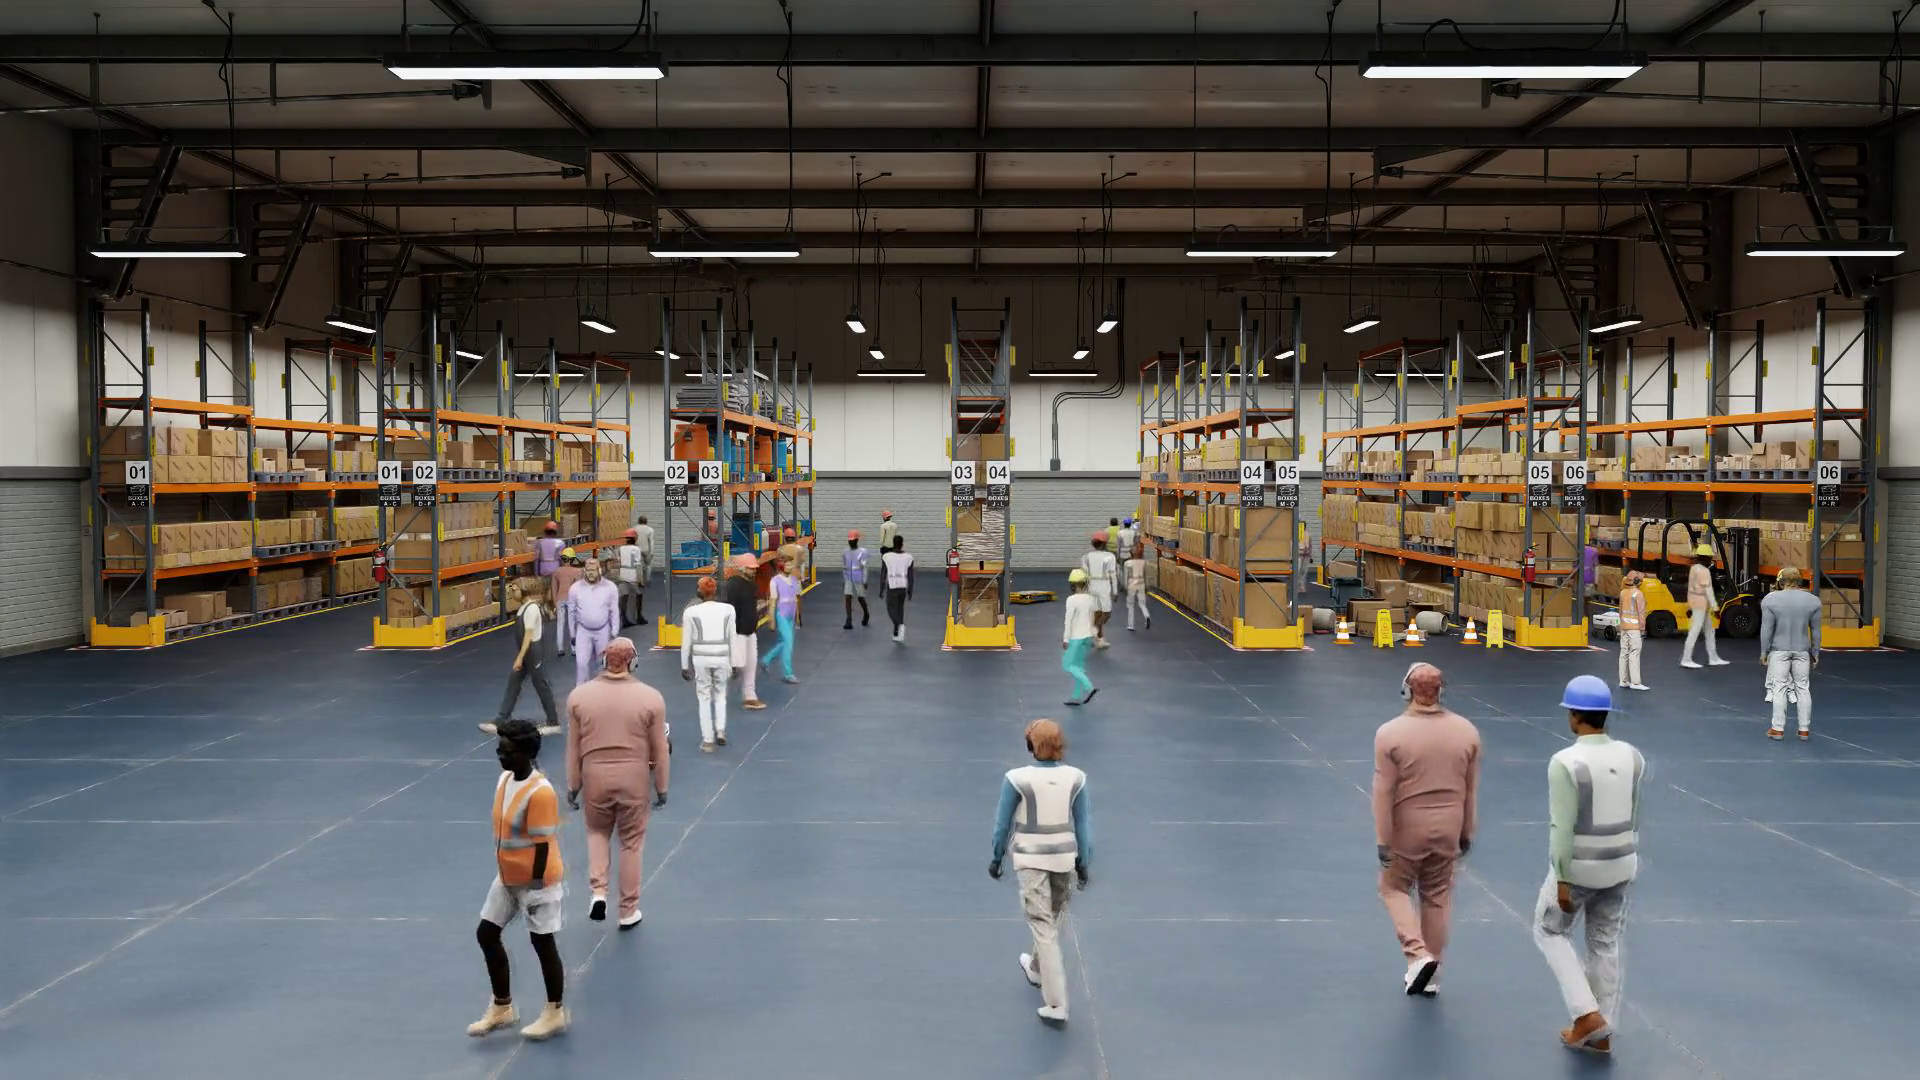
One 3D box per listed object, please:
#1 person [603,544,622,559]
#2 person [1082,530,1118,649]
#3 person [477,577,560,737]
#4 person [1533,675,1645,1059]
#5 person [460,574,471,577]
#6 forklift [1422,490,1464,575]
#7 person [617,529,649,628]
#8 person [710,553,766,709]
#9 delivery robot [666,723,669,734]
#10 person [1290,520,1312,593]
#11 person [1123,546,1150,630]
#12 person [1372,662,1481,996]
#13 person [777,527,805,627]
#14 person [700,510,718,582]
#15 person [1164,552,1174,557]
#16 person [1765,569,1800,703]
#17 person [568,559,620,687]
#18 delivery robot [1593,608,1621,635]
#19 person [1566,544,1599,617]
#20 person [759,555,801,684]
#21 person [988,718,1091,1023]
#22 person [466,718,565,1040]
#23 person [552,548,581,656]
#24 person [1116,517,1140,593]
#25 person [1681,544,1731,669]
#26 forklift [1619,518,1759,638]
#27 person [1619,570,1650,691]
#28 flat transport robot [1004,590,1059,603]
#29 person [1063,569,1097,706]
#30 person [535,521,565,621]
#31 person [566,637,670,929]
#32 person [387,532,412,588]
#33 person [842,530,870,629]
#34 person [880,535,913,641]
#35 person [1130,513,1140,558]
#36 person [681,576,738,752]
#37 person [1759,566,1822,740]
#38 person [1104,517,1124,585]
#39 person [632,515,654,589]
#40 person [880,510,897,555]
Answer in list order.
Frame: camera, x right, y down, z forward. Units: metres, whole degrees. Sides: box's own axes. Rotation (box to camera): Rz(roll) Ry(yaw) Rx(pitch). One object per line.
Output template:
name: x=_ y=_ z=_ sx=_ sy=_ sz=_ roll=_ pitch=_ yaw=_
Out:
person: x=-10.322 y=0.120 z=47.954 sx=0.601 sy=1.830 sz=0.404 roll=-1 pitch=3 yaw=-29
person: x=2.332 y=0.848 z=27.235 sx=0.620 sy=2.027 sz=0.762 roll=2 pitch=3 yaw=33
person: x=-4.920 y=1.321 z=18.110 sx=0.941 sy=1.794 sz=0.535 roll=-1 pitch=3 yaw=-33
person: x=3.192 y=1.649 z=8.201 sx=0.618 sy=1.931 sz=0.431 roll=-1 pitch=2 yaw=-20
person: x=-12.536 y=0.355 z=40.732 sx=0.633 sy=1.955 sz=0.529 roll=1 pitch=3 yaw=25
forklift: x=13.926 y=-0.371 z=47.846 sx=1.873 sy=2.768 sz=1.129 roll=0 pitch=2 yaw=0
person: x=-6.353 y=0.736 z=31.440 sx=0.579 sy=1.909 sz=0.806 roll=1 pitch=2 yaw=23
person: x=-2.783 y=1.142 z=20.395 sx=0.646 sy=1.977 sz=0.637 roll=1 pitch=3 yaw=25
delivery robot: x=-3.322 y=1.977 z=16.373 sx=0.707 sy=0.478 sz=0.477 roll=0 pitch=3 yaw=-2
person: x=8.555 y=0.413 z=40.465 sx=0.633 sy=1.842 sz=0.429 roll=-1 pitch=2 yaw=-18
person: x=3.356 y=0.919 z=30.542 sx=0.522 sy=1.616 sz=0.650 roll=-1 pitch=2 yaw=-16
person: x=2.618 y=1.636 z=9.074 sx=0.648 sy=1.891 sz=0.514 roll=0 pitch=2 yaw=-9
person: x=-3.303 y=0.722 z=31.504 sx=0.546 sy=1.938 sz=0.366 roll=0 pitch=2 yaw=-8
person: x=-6.867 y=0.170 z=44.658 sx=0.619 sy=1.997 sz=0.373 roll=0 pitch=2 yaw=10
person: x=6.162 y=0.122 z=46.796 sx=0.692 sy=1.922 sz=0.641 roll=1 pitch=3 yaw=27
person: x=10.705 y=1.239 z=20.945 sx=0.488 sy=1.738 sz=0.322 roll=1 pitch=2 yaw=23
person: x=-4.656 y=1.190 z=20.535 sx=0.648 sy=1.878 sz=0.846 roll=0 pitch=2 yaw=-12
delivery robot: x=11.747 y=1.473 z=29.102 sx=0.477 sy=0.478 sz=0.707 roll=-1 pitch=2 yaw=-16
person: x=11.860 y=0.754 z=30.851 sx=0.571 sy=1.919 sz=0.649 roll=0 pitch=2 yaw=5
person: x=-2.569 y=1.116 z=23.064 sx=0.718 sy=1.824 sz=0.582 roll=1 pitch=3 yaw=25
person: x=0.431 y=1.787 z=8.938 sx=0.520 sy=1.595 sz=0.865 roll=-1 pitch=2 yaw=-24
person: x=-2.323 y=1.764 z=8.365 sx=0.612 sy=1.673 sz=0.558 roll=-2 pitch=3 yaw=-42
person: x=-6.408 y=1.009 z=26.382 sx=0.526 sy=1.768 sz=0.331 roll=1 pitch=2 yaw=13
person: x=4.186 y=0.387 z=40.293 sx=0.611 sy=1.914 sz=0.813 roll=0 pitch=2 yaw=0
person: x=11.416 y=1.017 z=24.616 sx=0.863 sy=1.894 sz=0.598 roll=1 pitch=2 yaw=13
forklift: x=13.417 y=0.684 z=29.791 sx=2.313 sy=2.155 sz=1.214 roll=0 pitch=2 yaw=0
person: x=9.256 y=1.238 z=22.211 sx=0.311 sy=1.640 sz=0.512 roll=0 pitch=2 yaw=-10
flat transport robot: x=1.651 y=1.316 z=37.733 sx=0.652 sy=0.197 sz=1.431 roll=2 pitch=3 yaw=36
person: x=1.522 y=1.244 z=20.514 sx=0.492 sy=1.752 sz=0.546 roll=2 pitch=3 yaw=37
person: x=-8.299 y=0.628 z=32.776 sx=0.633 sy=2.021 sz=0.465 roll=0 pitch=2 yaw=-2
person: x=-2.221 y=1.577 z=10.546 sx=0.667 sy=1.888 sz=0.437 roll=0 pitch=2 yaw=-1
person: x=-11.144 y=0.739 z=32.027 sx=0.553 sy=1.880 sz=0.362 roll=0 pitch=2 yaw=9
person: x=-2.009 y=0.747 z=31.235 sx=0.551 sy=1.910 sz=0.845 roll=1 pitch=2 yaw=20
person: x=-1.096 y=0.855 z=28.617 sx=0.593 sy=1.900 sz=0.762 roll=-1 pitch=2 yaw=-22
person: x=5.295 y=0.101 z=48.412 sx=0.591 sy=1.834 sz=0.404 roll=-2 pitch=3 yaw=-35
person: x=-2.687 y=1.321 z=17.287 sx=0.605 sy=1.863 sz=0.442 roll=-1 pitch=2 yaw=-21
person: x=9.266 y=1.257 z=18.027 sx=0.637 sy=1.936 sz=0.355 roll=0 pitch=2 yaw=11
person: x=4.171 y=0.304 z=43.428 sx=0.640 sy=1.813 sz=0.859 roll=0 pitch=2 yaw=12
person: x=-8.265 y=0.313 z=42.179 sx=0.624 sy=1.897 sz=0.946 roll=0 pitch=2 yaw=-1
person: x=-2.004 y=0.170 z=44.816 sx=0.405 sy=1.986 sz=0.619 roll=2 pitch=3 yaw=45
